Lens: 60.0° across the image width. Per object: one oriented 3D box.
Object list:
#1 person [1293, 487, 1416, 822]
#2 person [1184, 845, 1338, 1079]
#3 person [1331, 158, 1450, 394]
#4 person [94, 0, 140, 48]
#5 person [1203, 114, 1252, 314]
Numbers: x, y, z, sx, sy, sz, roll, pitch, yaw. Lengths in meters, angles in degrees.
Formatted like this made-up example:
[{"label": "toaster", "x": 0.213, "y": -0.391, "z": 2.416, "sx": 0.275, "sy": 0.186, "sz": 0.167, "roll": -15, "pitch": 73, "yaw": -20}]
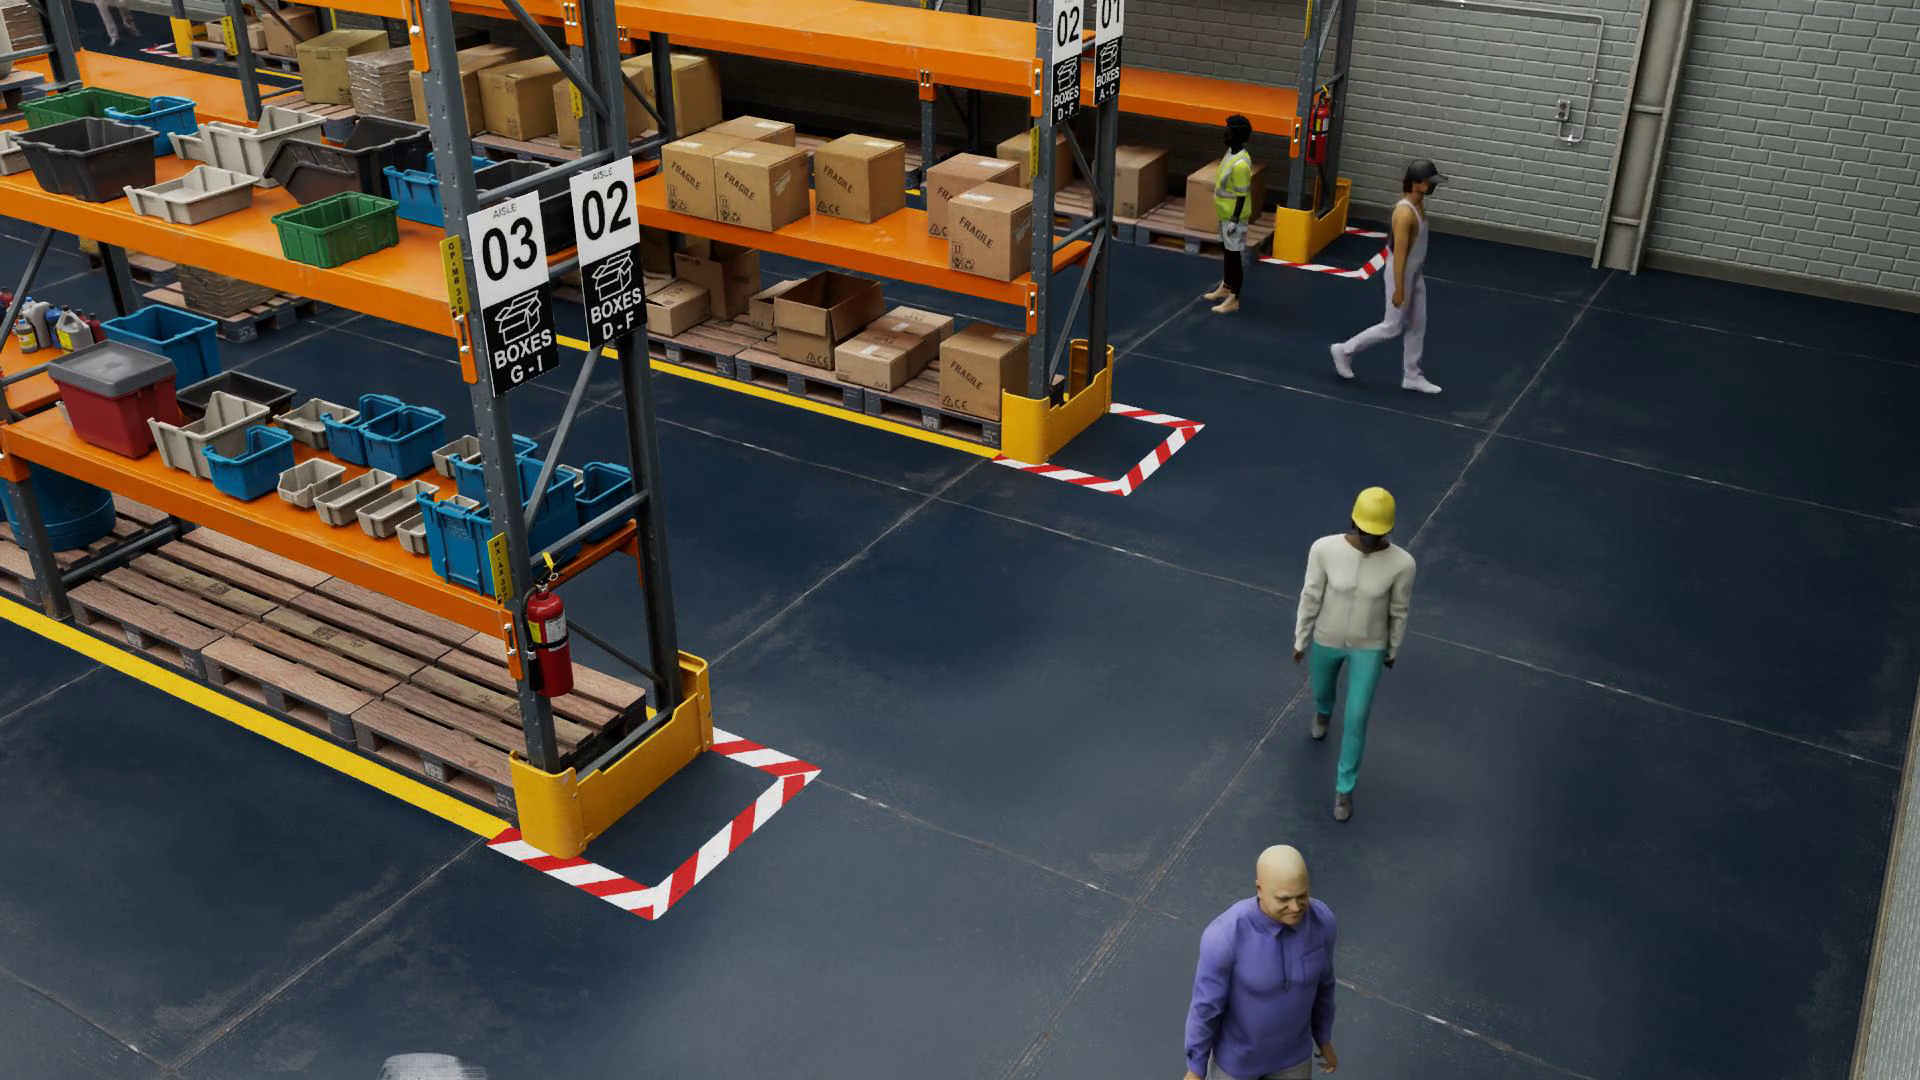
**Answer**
[{"label": "person", "x": 1.951, "y": 0.462, "z": 8.293, "sx": 0.527, "sy": 1.734, "sz": 0.794, "roll": 9, "pitch": 30, "yaw": 16}, {"label": "person", "x": 1.039, "y": 1.790, "z": 5.850, "sx": 0.586, "sy": 1.799, "sz": 0.395, "roll": -10, "pitch": 31, "yaw": -17}, {"label": "person", "x": 3.332, "y": -2.007, "z": 12.622, "sx": 0.804, "sy": 1.836, "sz": 0.520, "roll": 15, "pitch": 32, "yaw": 25}, {"label": "person", "x": -11.855, "y": -7.770, "z": 22.994, "sx": 0.603, "sy": 1.813, "sz": 0.663, "roll": -7, "pitch": 30, "yaw": -13}, {"label": "person", "x": 2.302, "y": -2.765, "z": 14.126, "sx": 0.319, "sy": 1.696, "sz": 0.531, "roll": -1, "pitch": 29, "yaw": -2}]
